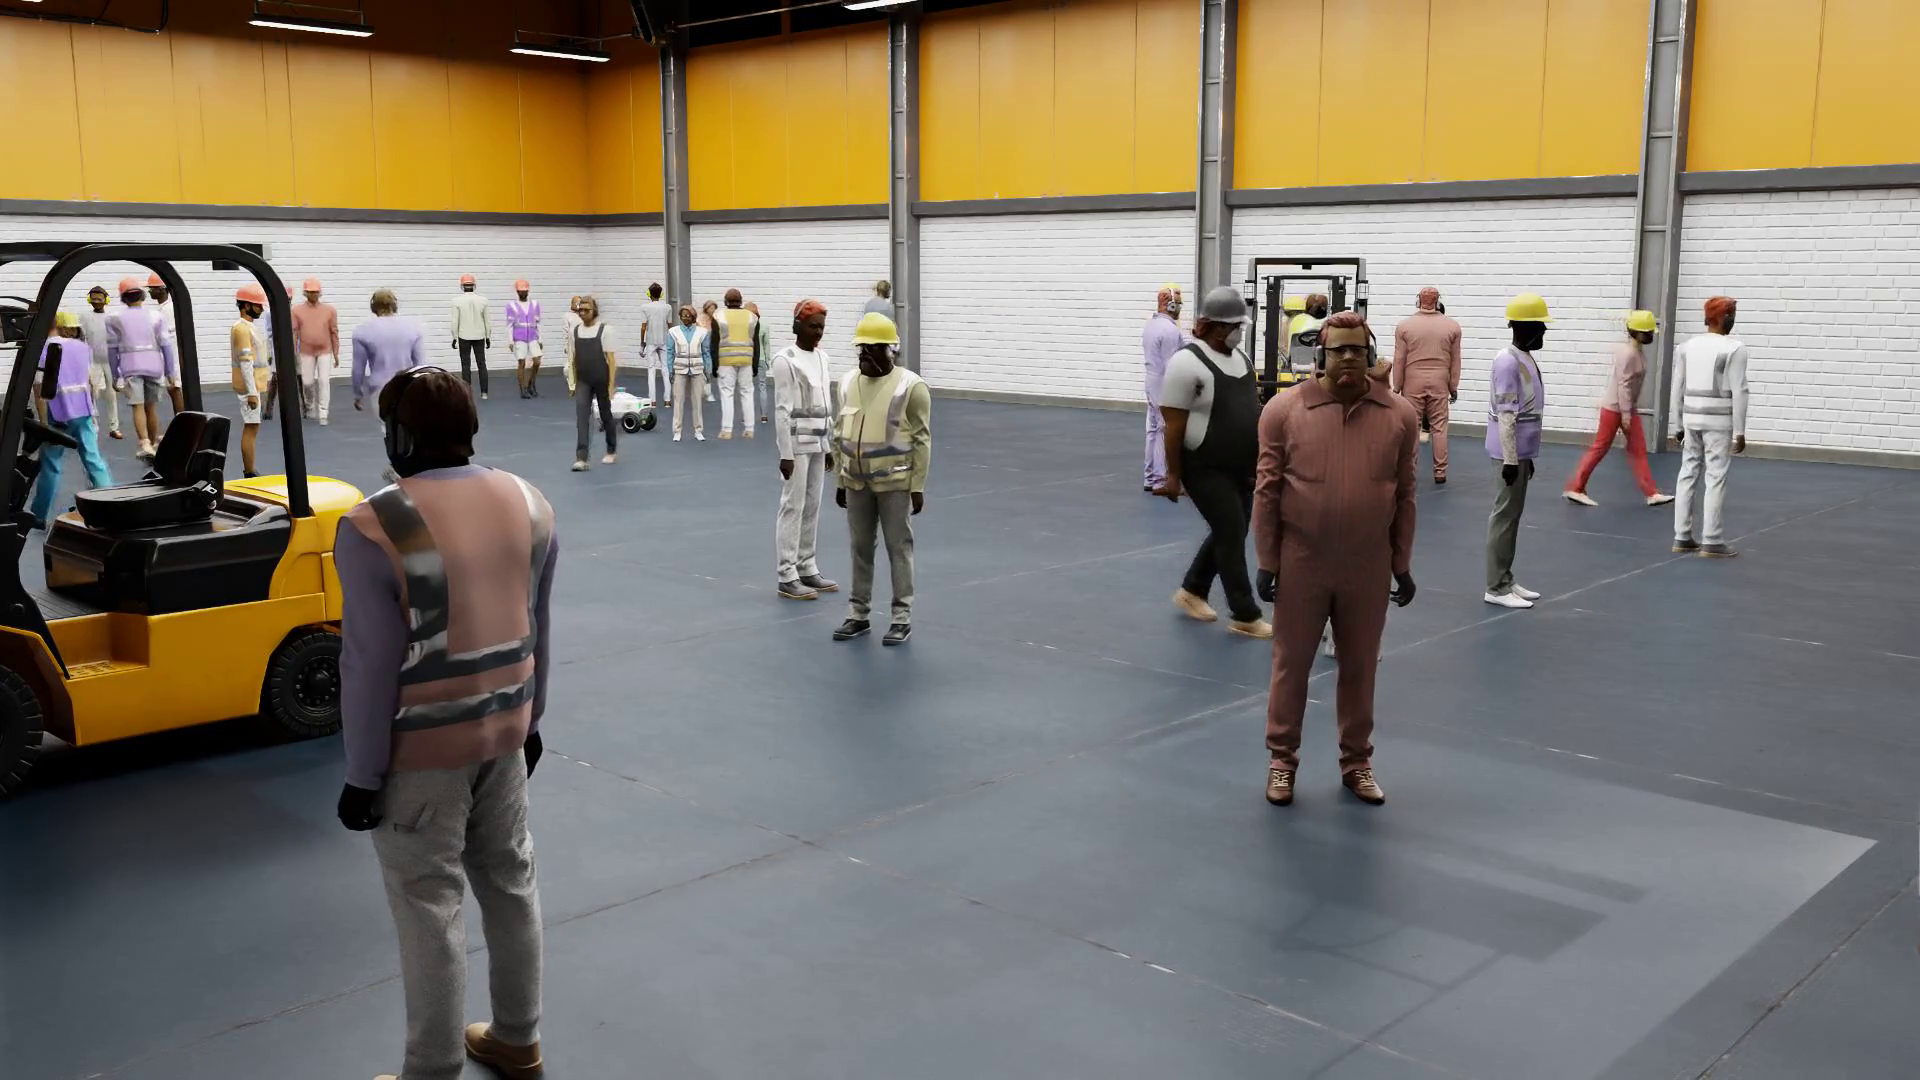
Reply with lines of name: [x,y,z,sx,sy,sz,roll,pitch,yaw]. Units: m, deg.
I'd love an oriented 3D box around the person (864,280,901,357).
person: [-1.044,-2.880,24.589,0.903,1.900,0.647,-6,11,-34]

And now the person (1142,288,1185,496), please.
person: [1.900,-1.358,15.281,0.405,1.900,0.644,-2,9,-10]

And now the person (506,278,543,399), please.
person: [-6.936,-3.204,26.524,0.573,1.918,0.439,-6,11,-31]

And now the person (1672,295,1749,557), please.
person: [5.413,-0.815,12.008,0.337,1.876,0.583,-5,10,-27]

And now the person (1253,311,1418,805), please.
person: [1.455,0.078,6.437,0.639,1.911,0.406,0,9,0]

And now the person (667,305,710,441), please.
person: [-3.268,-2.004,20.037,0.514,1.636,0.314,-2,10,-14]

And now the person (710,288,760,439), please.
person: [-2.753,-2.151,20.333,0.628,1.836,0.429,-5,10,-26]

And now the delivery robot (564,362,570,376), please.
delivery robot: [-6.813,-3.086,29.687,0.477,0.478,0.707,1,9,5]

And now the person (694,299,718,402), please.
person: [-3.996,-2.989,26.194,0.521,1.608,0.659,-6,11,-33]

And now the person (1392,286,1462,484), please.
person: [4.493,-1.492,16.071,0.646,1.907,0.401,1,9,5]

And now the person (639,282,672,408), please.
person: [-4.545,-2.911,24.885,0.534,1.869,0.315,-4,10,-26]

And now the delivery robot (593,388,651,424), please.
delivery robot: [-4.306,-1.697,21.173,0.707,0.478,0.477,3,10,16]

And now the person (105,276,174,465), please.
person: [-8.673,-1.792,17.651,0.605,2.008,0.930,-7,12,-37]

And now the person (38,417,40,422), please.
person: [-11.520,-2.143,20.895,0.497,1.634,0.279,3,10,17]

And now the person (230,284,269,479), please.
person: [-6.602,-1.419,15.545,0.370,1.932,0.543,-4,10,-22]

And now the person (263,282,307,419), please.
person: [-9.260,-2.598,22.888,0.638,1.905,0.500,-4,10,-22]

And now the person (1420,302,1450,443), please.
person: [5.663,-2.003,19.861,0.532,1.691,0.320,-3,10,-18]

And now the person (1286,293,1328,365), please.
person: [3.748,-1.734,17.853,0.456,1.814,0.653,-2,9,-12]

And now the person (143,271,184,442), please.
person: [-9.387,-2.150,19.684,0.396,2.044,0.609,-5,10,-27]

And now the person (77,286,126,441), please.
person: [-10.376,-2.135,20.148,0.521,1.864,0.336,-9,13,-44]

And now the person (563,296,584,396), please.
person: [-6.224,-3.164,27.157,0.500,1.634,0.281,-3,10,-16]

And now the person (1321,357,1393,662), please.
person: [2.052,-0.166,8.808,0.425,1.624,0.539,5,10,28]

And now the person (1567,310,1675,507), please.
person: [5.739,-1.115,14.341,0.932,1.713,0.550,8,12,39]

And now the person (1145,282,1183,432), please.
person: [2.226,-1.820,18.023,0.369,1.927,0.584,7,11,36]

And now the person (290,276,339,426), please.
person: [-8.581,-2.514,22.137,0.618,1.977,0.598,-4,10,-21]

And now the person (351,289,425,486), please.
person: [-5.235,-1.344,15.246,0.633,1.882,1.030,-6,11,-34]

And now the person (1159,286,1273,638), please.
person: [1.508,-0.486,9.493,0.823,2.000,0.718,8,12,42]

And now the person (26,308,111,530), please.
person: [-6.989,-0.932,12.986,0.966,1.782,0.702,4,10,25]

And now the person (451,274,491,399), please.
person: [-7.764,-3.217,26.391,0.627,1.990,0.398,-6,11,-31]

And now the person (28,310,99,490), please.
person: [-8.240,-1.256,15.253,0.859,1.709,0.493,3,10,19]

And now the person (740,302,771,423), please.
person: [-2.793,-2.384,22.374,0.498,1.633,0.280,-3,10,-20]

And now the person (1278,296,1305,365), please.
person: [3.818,-1.919,19.136,0.341,1.766,0.545,9,13,42]

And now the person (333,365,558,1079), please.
person: [-1.266,0.497,4.075,0.429,1.842,0.634,5,11,30]

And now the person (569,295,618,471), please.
person: [-3.800,-1.644,17.335,0.533,1.804,0.956,1,9,8]

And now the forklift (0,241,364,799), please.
forklift: [-3.706,-0.171,7.093,1.214,2.155,2.313,9,13,43]

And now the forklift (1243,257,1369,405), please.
forklift: [3.309,-1.629,16.029,1.214,2.155,2.313,2,9,11]

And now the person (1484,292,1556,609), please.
person: [3.437,-0.553,10.252,0.367,1.927,0.587,5,10,27]

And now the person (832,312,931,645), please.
person: [-0.451,-0.335,9.196,0.591,1.834,0.404,5,11,28]

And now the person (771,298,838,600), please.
person: [-0.978,-0.576,10.517,0.346,1.885,0.578,4,10,24]
